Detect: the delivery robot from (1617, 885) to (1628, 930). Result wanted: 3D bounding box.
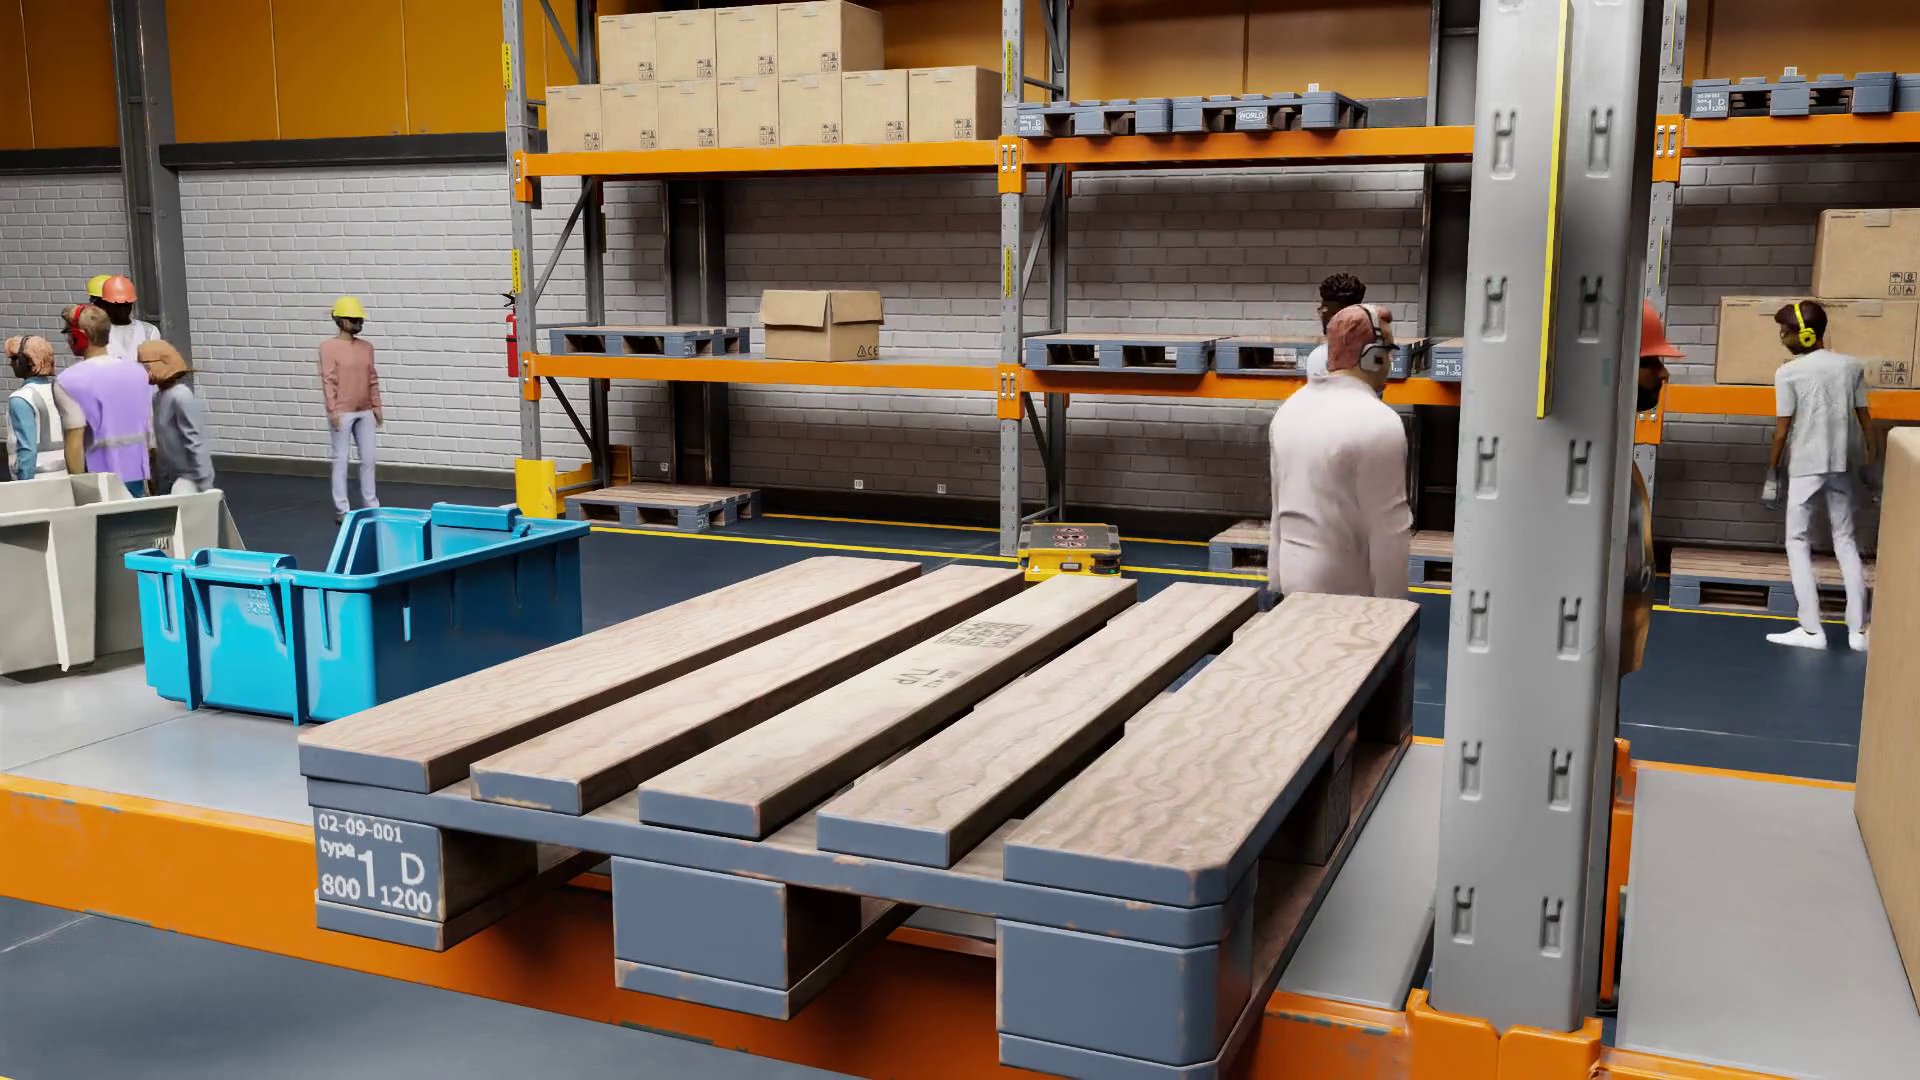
[{"bbox_3d":[1.947,0.910,4.773,0.707,0.478,0.477,6,11,35],"label":"delivery robot"}]

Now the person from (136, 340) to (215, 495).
[{"bbox_3d":[-4.299,-0.315,9.290,0.465,1.599,0.514,-8,12,-38],"label":"person"}]

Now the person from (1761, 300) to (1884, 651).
[{"bbox_3d":[4.568,-0.332,8.710,0.687,1.828,0.433,-1,10,-5],"label":"person"}]

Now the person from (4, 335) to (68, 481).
[{"bbox_3d":[-4.918,-0.277,8.933,0.306,1.639,0.522,-1,10,-5],"label":"person"}]

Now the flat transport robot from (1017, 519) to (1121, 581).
[{"bbox_3d":[0.723,0.061,10.999,0.652,0.197,1.431,1,9,4],"label":"flat transport robot"}]

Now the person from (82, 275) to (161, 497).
[{"bbox_3d":[-6.143,-0.980,12.286,0.541,1.929,0.380,-8,12,-40],"label":"person"}]

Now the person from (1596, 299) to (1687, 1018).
[{"bbox_3d":[1.737,0.305,4.540,0.354,1.942,0.545,3,10,16],"label":"person"}]

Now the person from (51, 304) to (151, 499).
[{"bbox_3d":[-4.283,-0.288,8.469,0.858,1.818,0.573,4,10,21],"label":"person"}]

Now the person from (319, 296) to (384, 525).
[{"bbox_3d":[-4.673,-0.988,12.830,0.334,1.768,0.526,5,11,29],"label":"person"}]

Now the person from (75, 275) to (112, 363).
[{"bbox_3d":[-6.639,-1.099,12.998,0.593,1.924,0.381,7,12,35],"label":"person"}]

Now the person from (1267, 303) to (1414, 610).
[{"bbox_3d":[1.239,0.172,5.501,0.461,1.895,0.659,-3,10,-15],"label":"person"}]

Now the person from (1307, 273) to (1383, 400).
[{"bbox_3d":[2.023,-0.437,8.915,0.603,1.966,0.368,-9,13,-44],"label":"person"}]
